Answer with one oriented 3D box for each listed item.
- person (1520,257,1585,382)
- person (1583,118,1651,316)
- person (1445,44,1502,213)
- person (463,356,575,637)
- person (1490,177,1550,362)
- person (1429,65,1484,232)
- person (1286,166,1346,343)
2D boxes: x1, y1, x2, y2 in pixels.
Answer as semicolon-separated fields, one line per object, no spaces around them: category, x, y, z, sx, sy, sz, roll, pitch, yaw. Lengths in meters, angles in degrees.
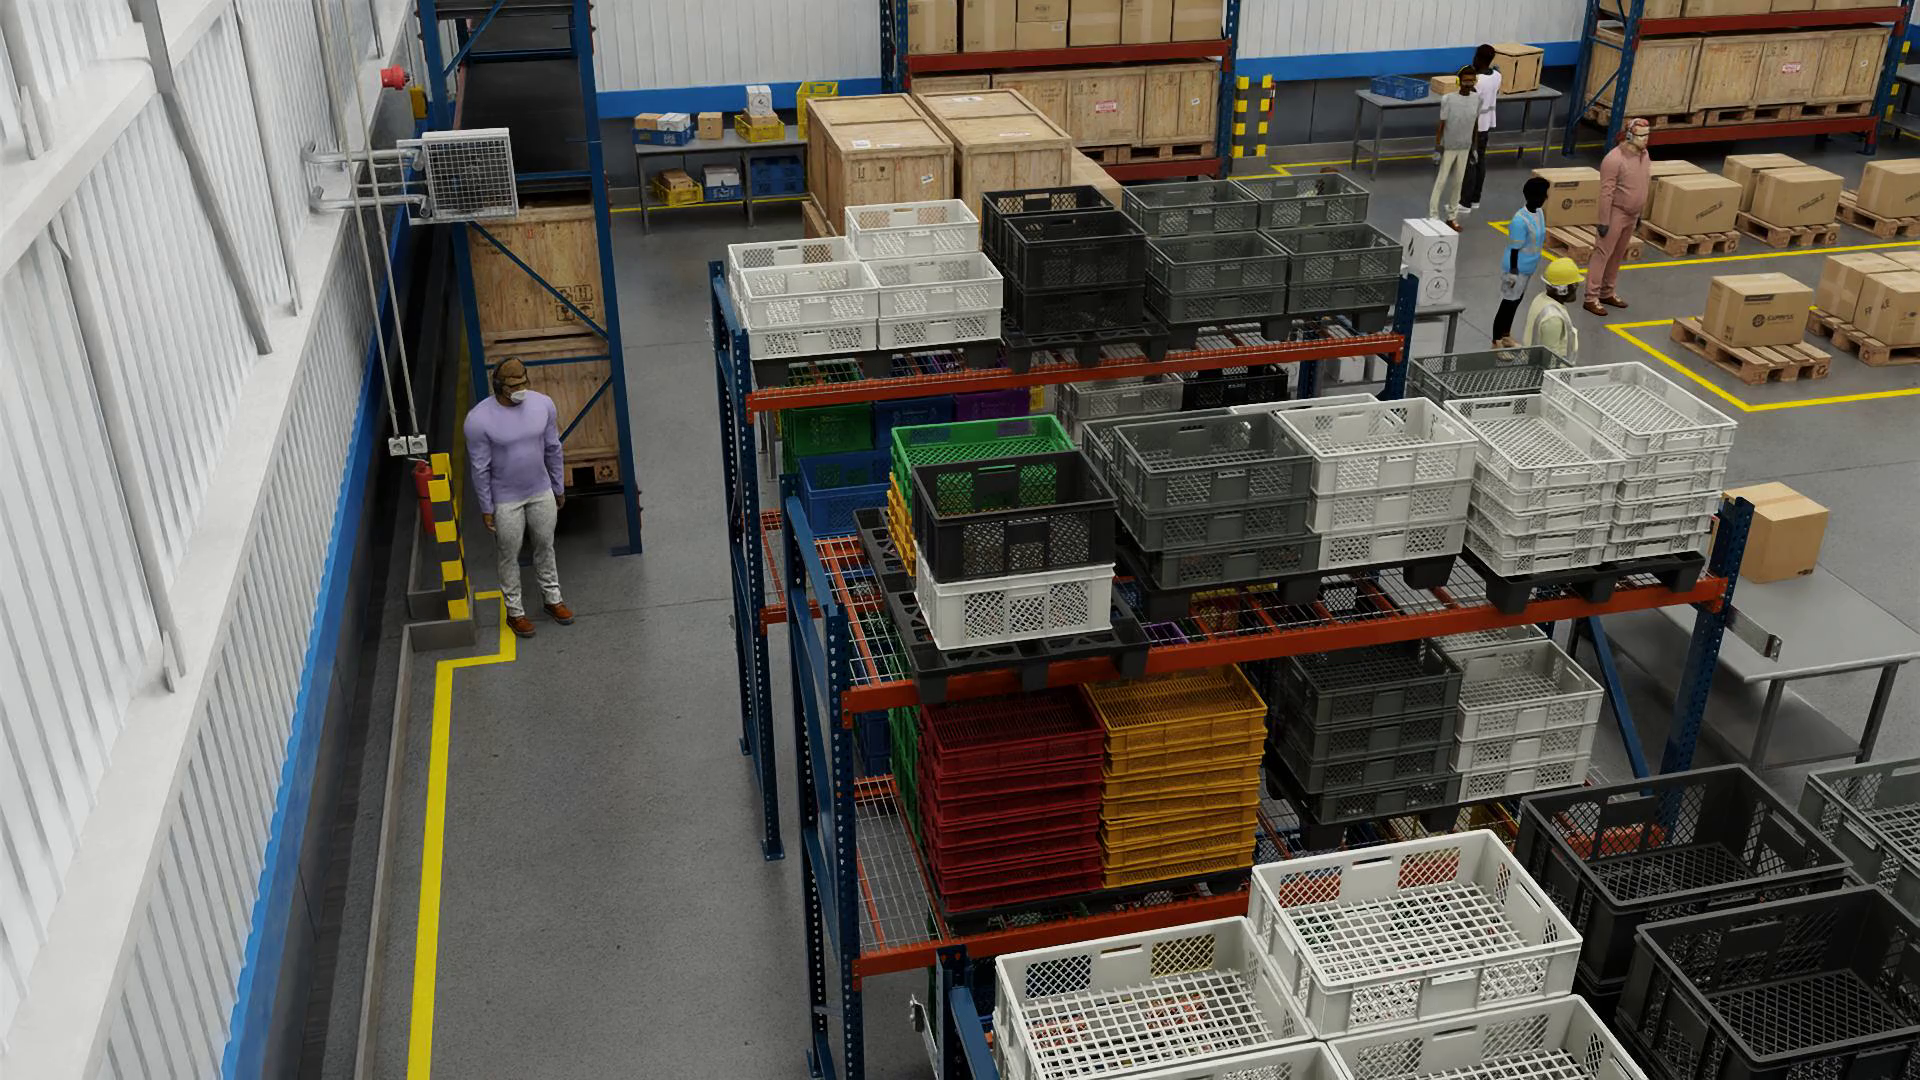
person;4.500;-1.277;12.772;0.404;1.837;0.594;4;28;7
person;6.481;-3.172;16.295;0.638;1.909;0.408;-20;34;-33
person;6.002;-4.778;19.328;0.393;1.920;0.591;23;36;37
person;-2.846;-0.295;10.814;0.625;1.933;0.374;-21;34;-34
person;5.135;-2.492;15.222;0.317;1.698;0.540;19;33;31
person;5.560;-4.370;18.605;0.518;1.870;0.323;-4;28;-7
person;3.252;-2.477;15.047;0.634;1.839;0.429;4;28;8
